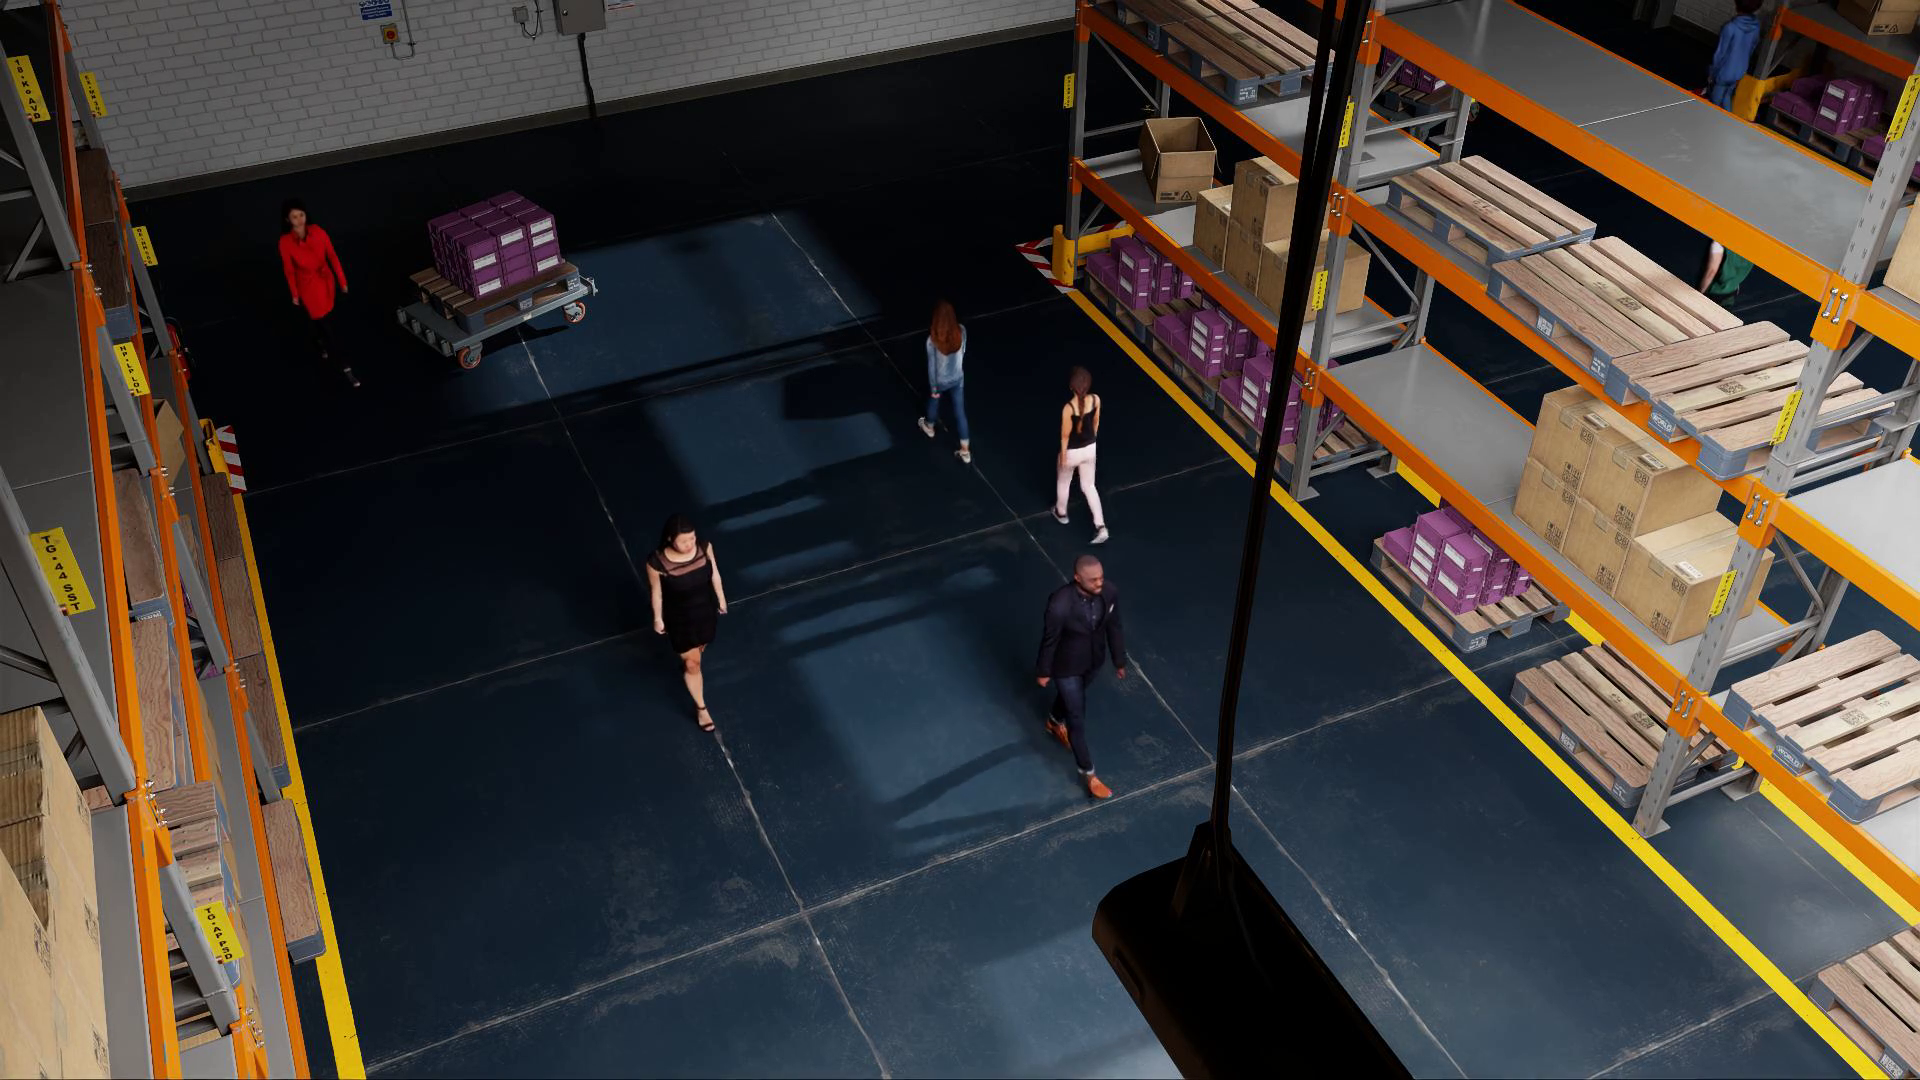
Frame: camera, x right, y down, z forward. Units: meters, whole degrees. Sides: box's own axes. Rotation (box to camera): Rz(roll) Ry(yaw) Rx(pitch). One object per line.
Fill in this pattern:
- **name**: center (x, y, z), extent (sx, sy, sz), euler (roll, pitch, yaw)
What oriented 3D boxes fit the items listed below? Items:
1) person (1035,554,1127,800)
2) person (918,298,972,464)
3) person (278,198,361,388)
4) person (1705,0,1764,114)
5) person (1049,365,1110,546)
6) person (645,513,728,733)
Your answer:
- **person**: center (0.715, 0.760, 10.909), extent (0.857, 1.775, 1.170), euler (-24, 44, -27)
- **person**: center (-0.069, -1.296, 13.745), extent (0.593, 1.448, 1.004), euler (-20, 43, -23)
- **person**: center (-5.723, -2.232, 14.712), extent (0.862, 1.704, 1.150), euler (-31, 48, -33)
- **person**: center (8.510, -5.157, 18.296), extent (0.721, 1.802, 0.750), euler (-11, 40, -14)
- **person**: center (0.956, -0.645, 12.852), extent (0.509, 1.545, 0.963), euler (-17, 41, -20)
- **person**: center (-1.874, 0.473, 11.334), extent (0.761, 1.692, 0.938), euler (-24, 45, -27)
